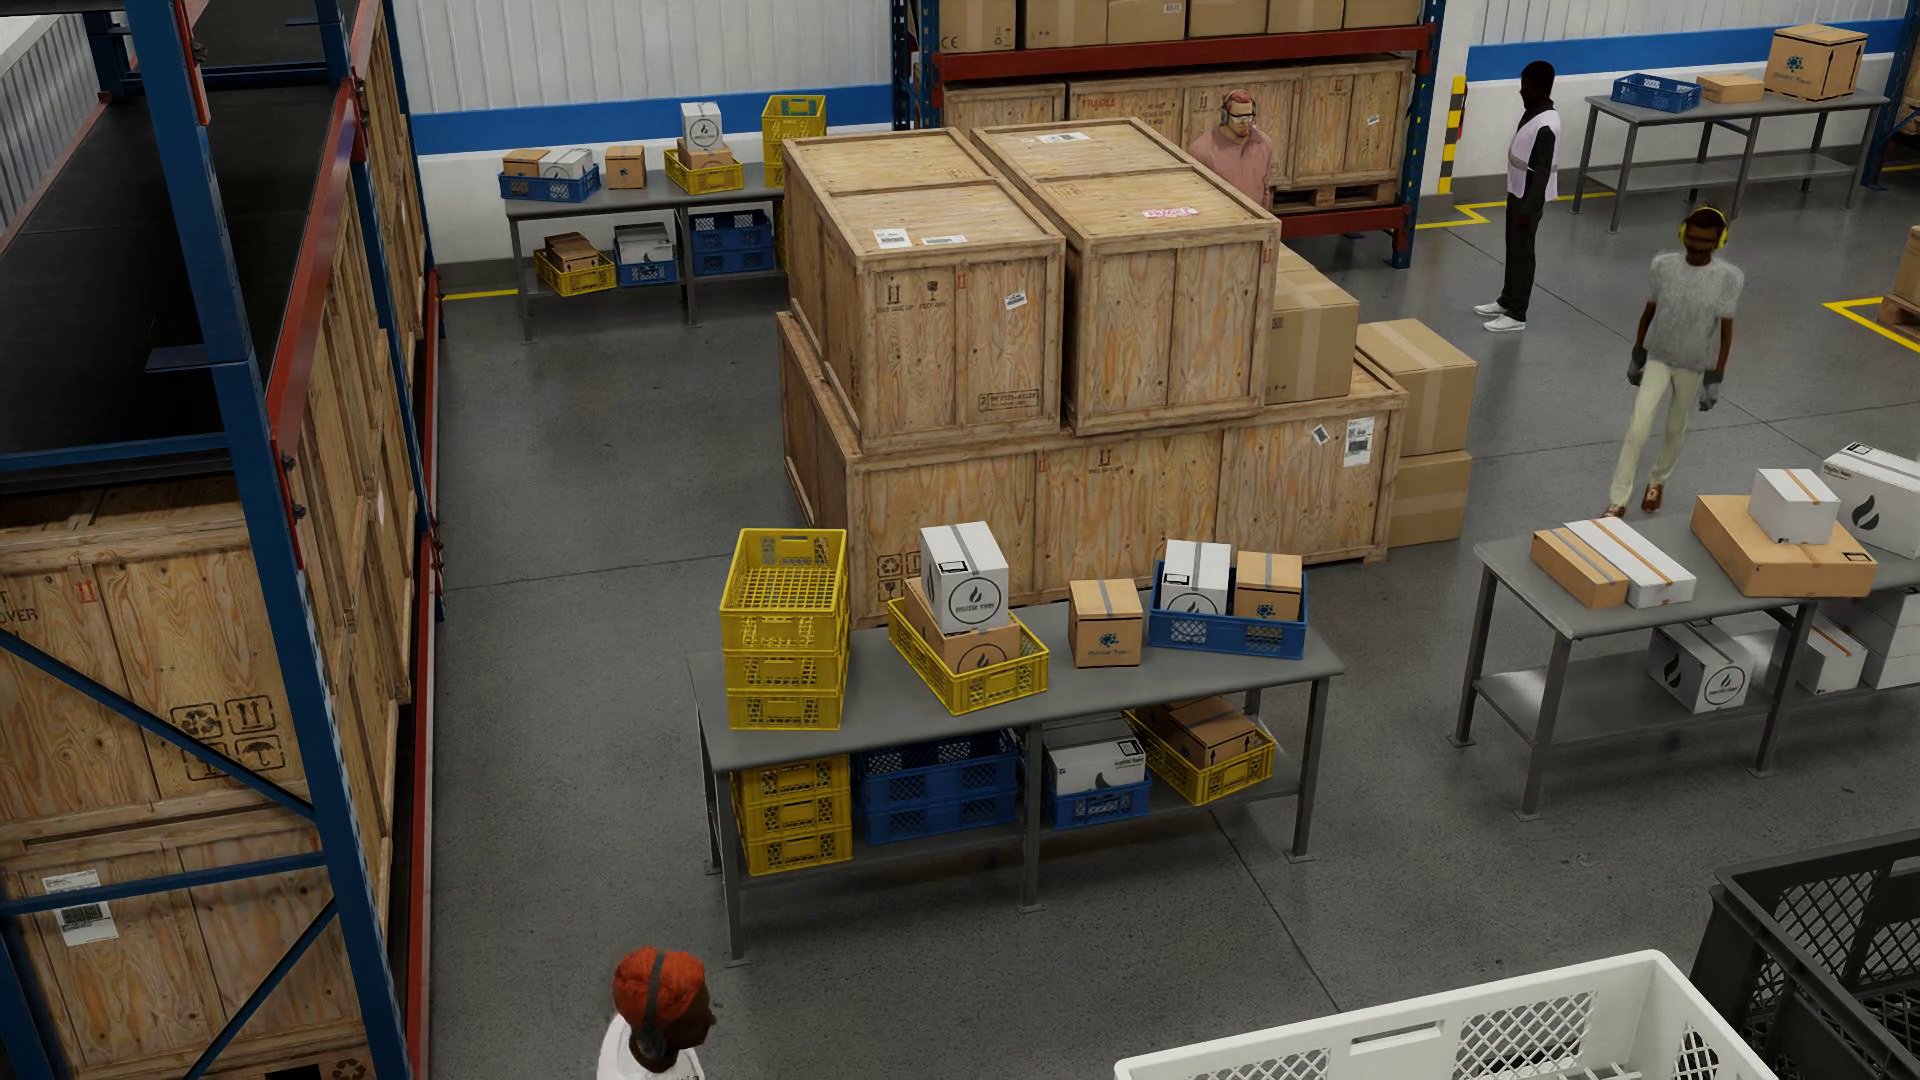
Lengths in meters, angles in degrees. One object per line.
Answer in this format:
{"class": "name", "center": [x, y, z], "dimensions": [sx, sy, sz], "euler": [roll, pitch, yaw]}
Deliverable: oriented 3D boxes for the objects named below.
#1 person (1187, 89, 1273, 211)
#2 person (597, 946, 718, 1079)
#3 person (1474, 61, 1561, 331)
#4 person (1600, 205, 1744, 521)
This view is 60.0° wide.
{"class": "person", "center": [1.801, -2.061, 11.147], "dimensions": [0.651, 1.906, 0.401], "euler": [-11, 31, -20]}
{"class": "person", "center": [-0.700, 1.767, 4.282], "dimensions": [0.968, 1.823, 0.597], "euler": [-2, 29, -3]}
{"class": "person", "center": [4.021, -2.435, 11.818], "dimensions": [0.392, 1.914, 0.589], "euler": [3, 29, 5]}
{"class": "person", "center": [3.921, -0.916, 9.145], "dimensions": [0.527, 1.829, 0.863], "euler": [16, 32, 26]}
